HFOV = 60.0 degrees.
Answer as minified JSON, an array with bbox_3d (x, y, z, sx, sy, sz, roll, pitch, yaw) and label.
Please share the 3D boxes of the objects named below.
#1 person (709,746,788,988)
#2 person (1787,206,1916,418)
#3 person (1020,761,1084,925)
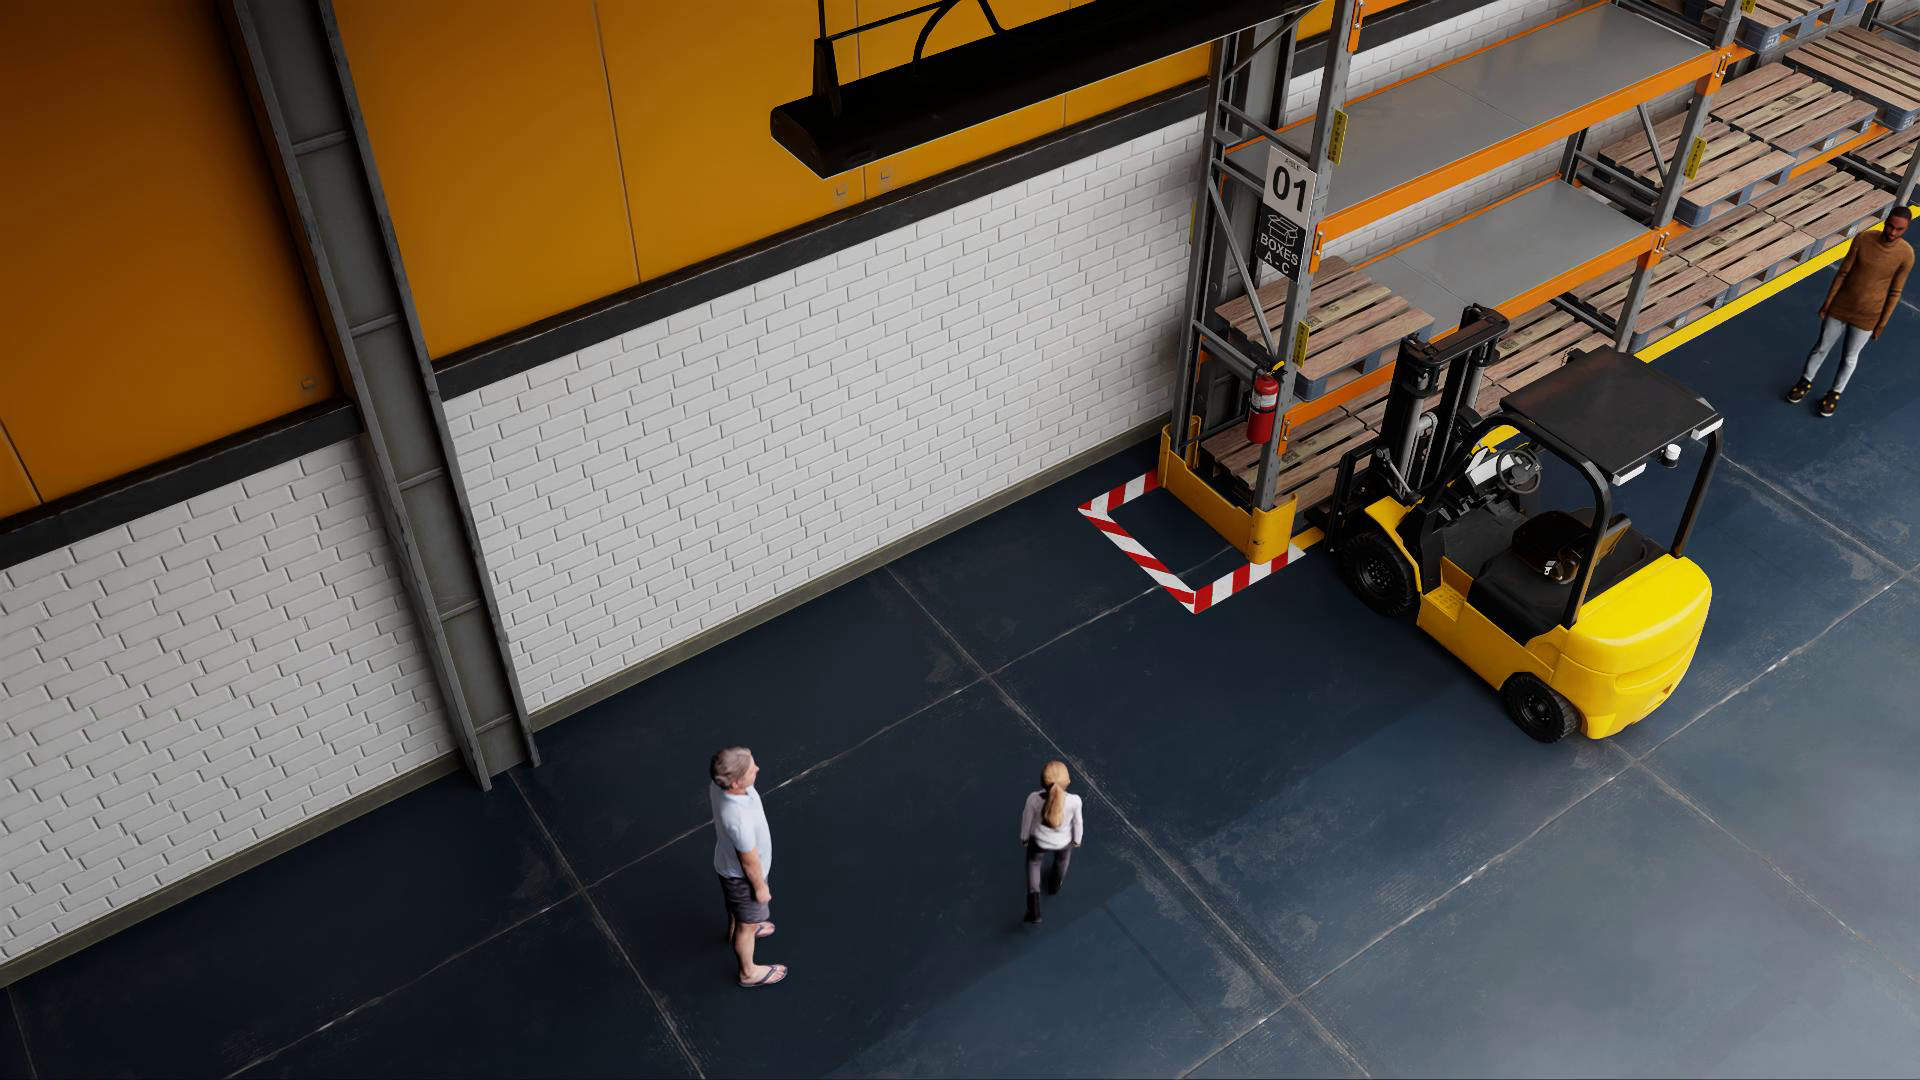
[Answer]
[{"bbox_3d":[-1.196,1.753,9.054,0.674,1.829,0.708,-10,44,-10],"label":"person"},{"bbox_3d":[6.894,-1.785,12.779,0.690,1.814,0.646,29,51,27],"label":"person"},{"bbox_3d":[0.515,1.730,9.485,0.786,1.268,0.823,4,44,4],"label":"person"}]
